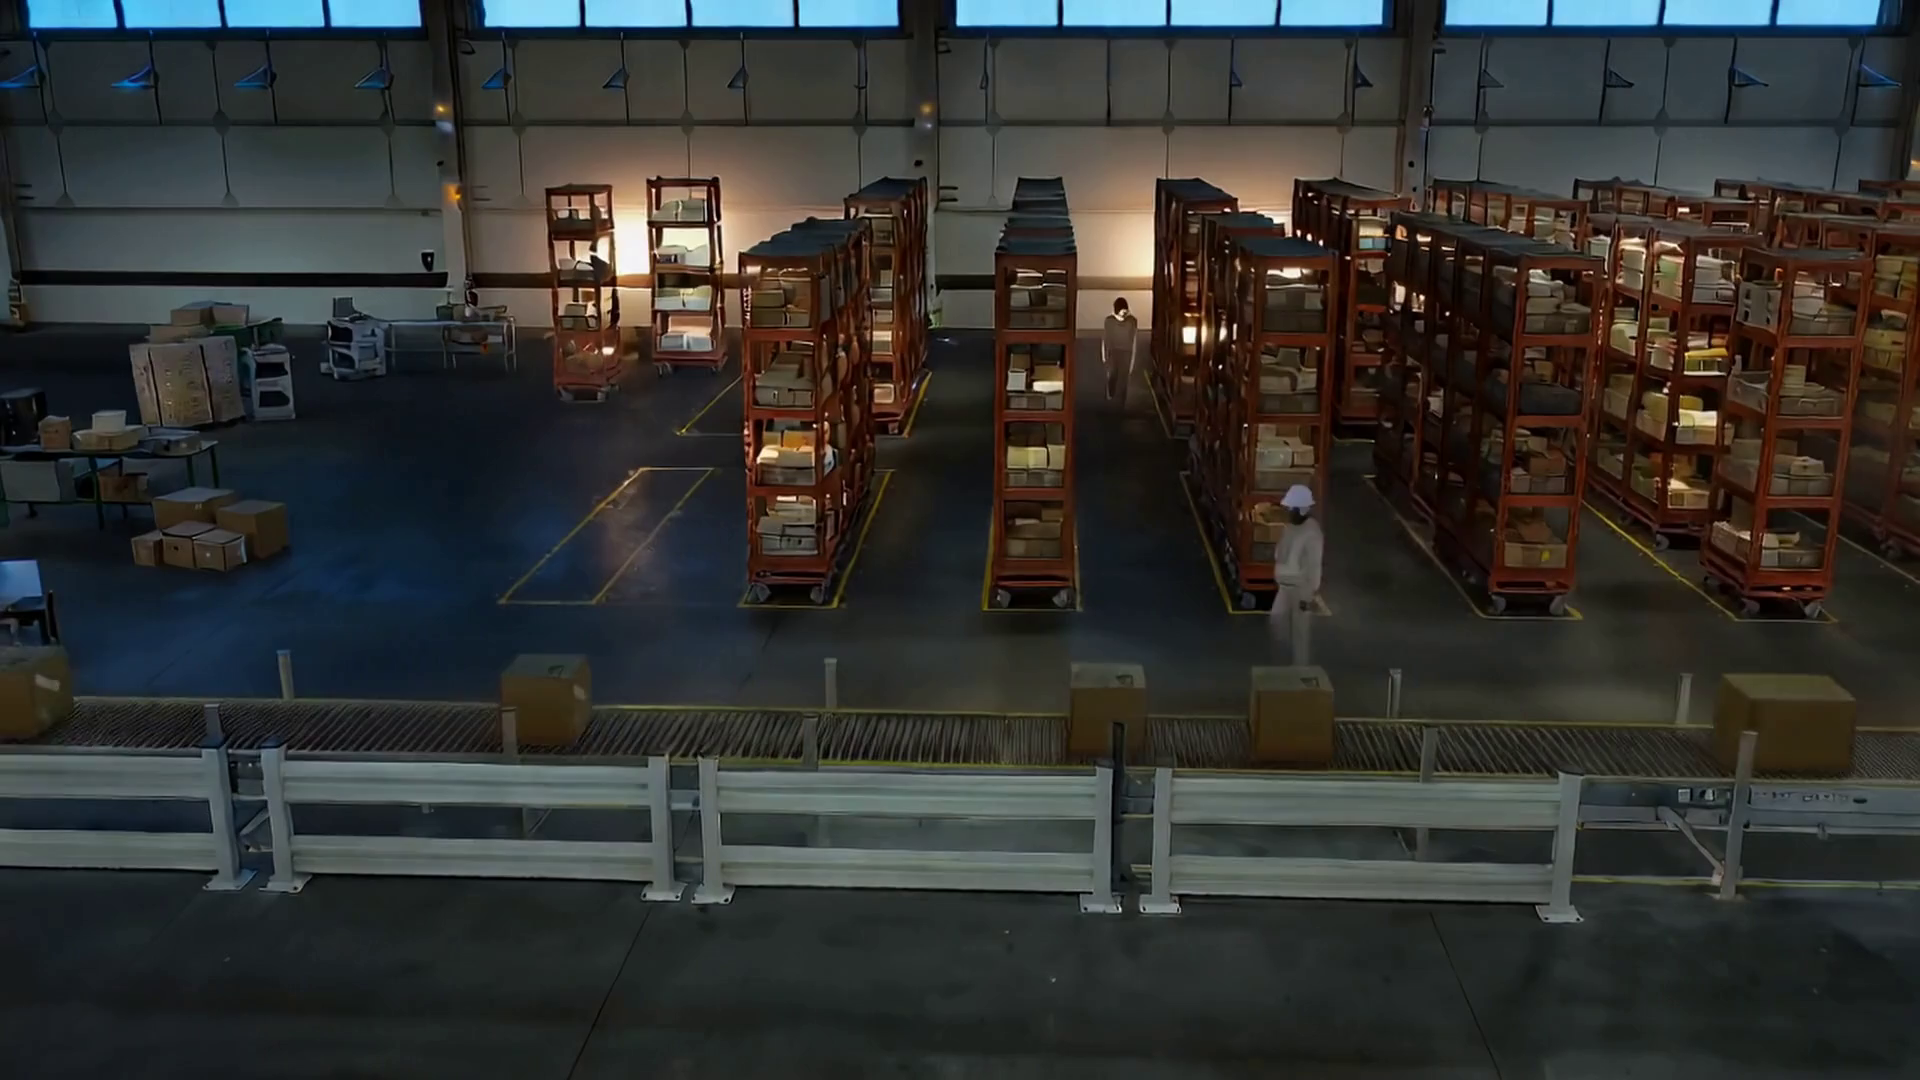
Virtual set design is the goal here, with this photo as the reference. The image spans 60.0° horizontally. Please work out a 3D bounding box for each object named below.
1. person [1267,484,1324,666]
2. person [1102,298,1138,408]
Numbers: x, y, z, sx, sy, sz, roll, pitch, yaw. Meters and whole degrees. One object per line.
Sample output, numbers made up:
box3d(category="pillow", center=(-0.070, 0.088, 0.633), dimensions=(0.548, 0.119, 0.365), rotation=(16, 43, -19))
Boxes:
box3d(category="person", center=(2.955, 0.396, 14.614), dimensions=(0.422, 1.817, 0.621), rotation=(-3, 15, -12))
box3d(category="person", center=(2.657, -3.129, 27.690), dimensions=(0.578, 1.831, 0.461), rotation=(-1, 15, -3))
